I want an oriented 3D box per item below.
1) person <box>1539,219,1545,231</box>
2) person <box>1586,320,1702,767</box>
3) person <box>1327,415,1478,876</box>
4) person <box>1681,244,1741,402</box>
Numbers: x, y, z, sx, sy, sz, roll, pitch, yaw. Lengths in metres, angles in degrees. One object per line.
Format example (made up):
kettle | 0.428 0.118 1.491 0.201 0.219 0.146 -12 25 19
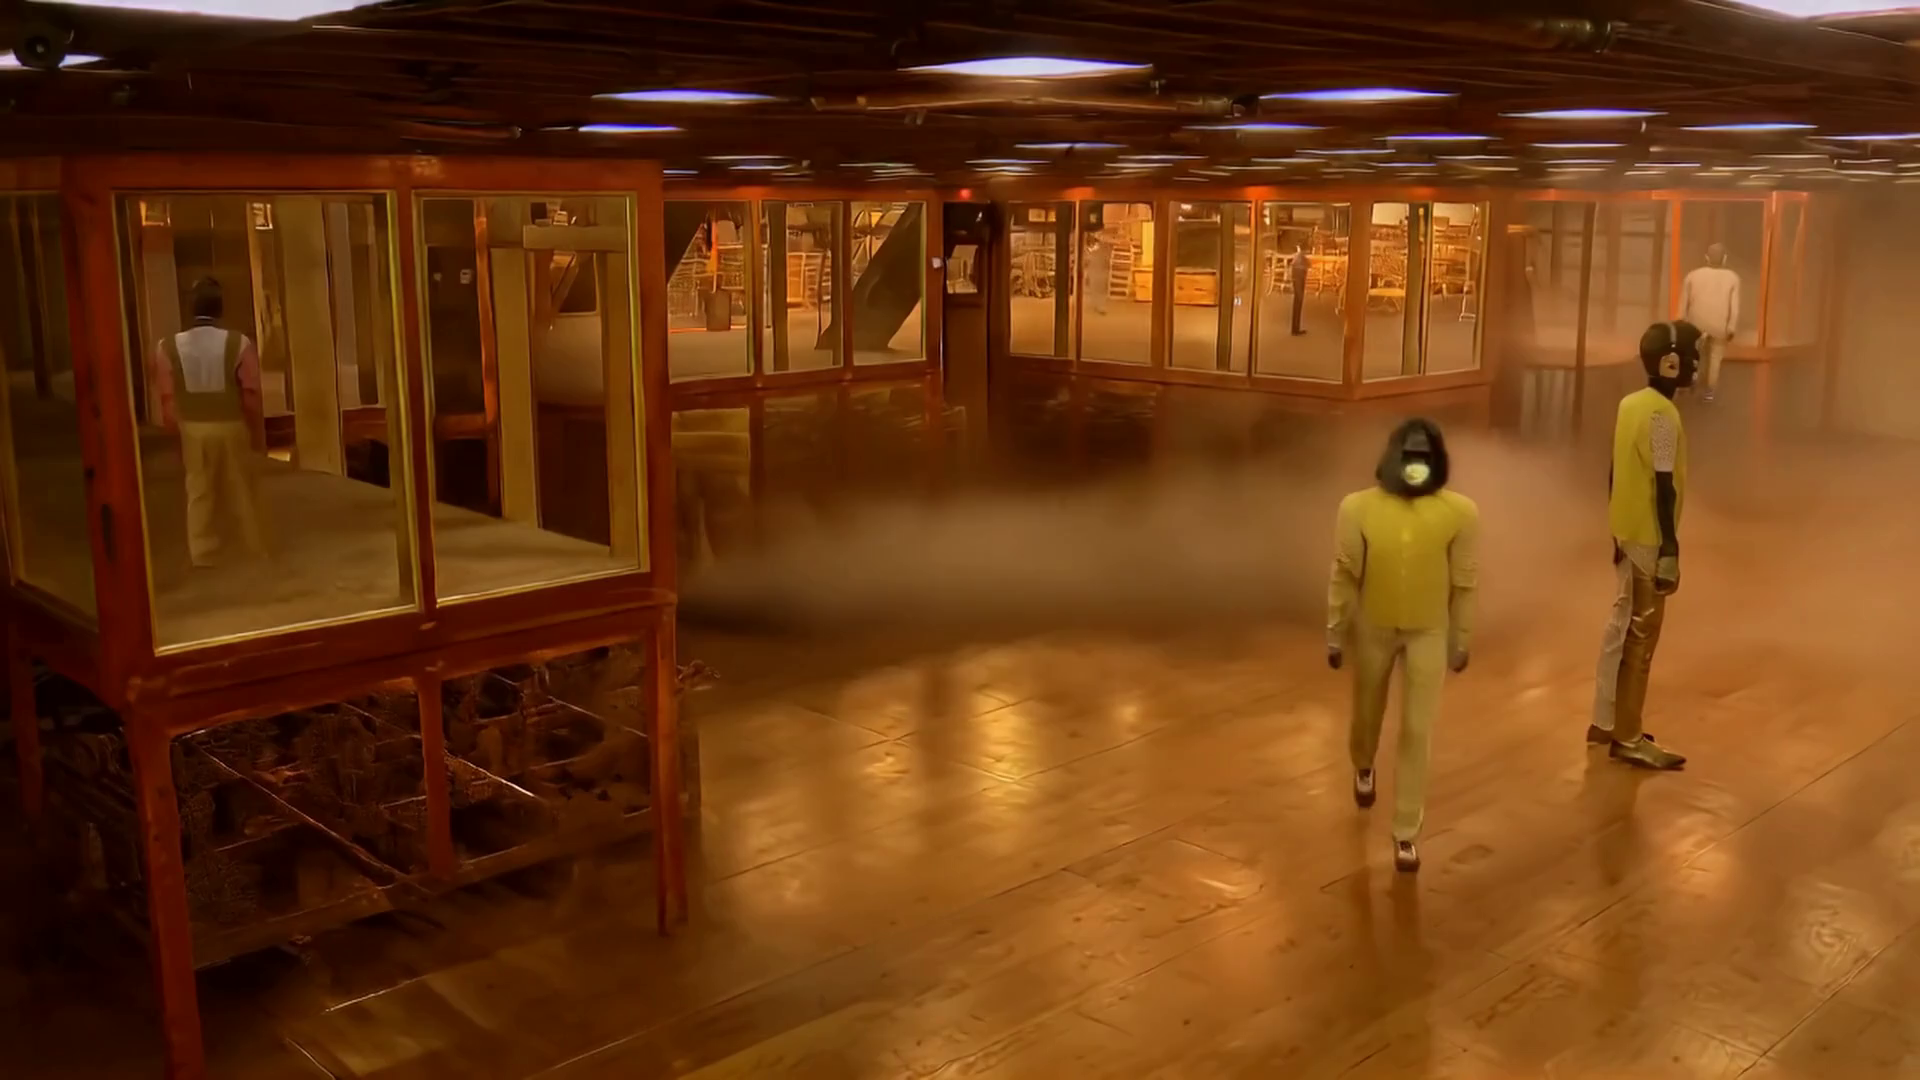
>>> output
person | 29.937 -15.711 85.740 0.617 1.890 1.031 1 11 4
person | 2.895 0.014 7.003 0.310 1.868 0.532 0 11 0
person | 1.596 0.328 6.070 0.513 1.610 0.749 2 11 9
person | 8.965 -2.578 19.909 0.648 1.897 0.597 5 13 25
